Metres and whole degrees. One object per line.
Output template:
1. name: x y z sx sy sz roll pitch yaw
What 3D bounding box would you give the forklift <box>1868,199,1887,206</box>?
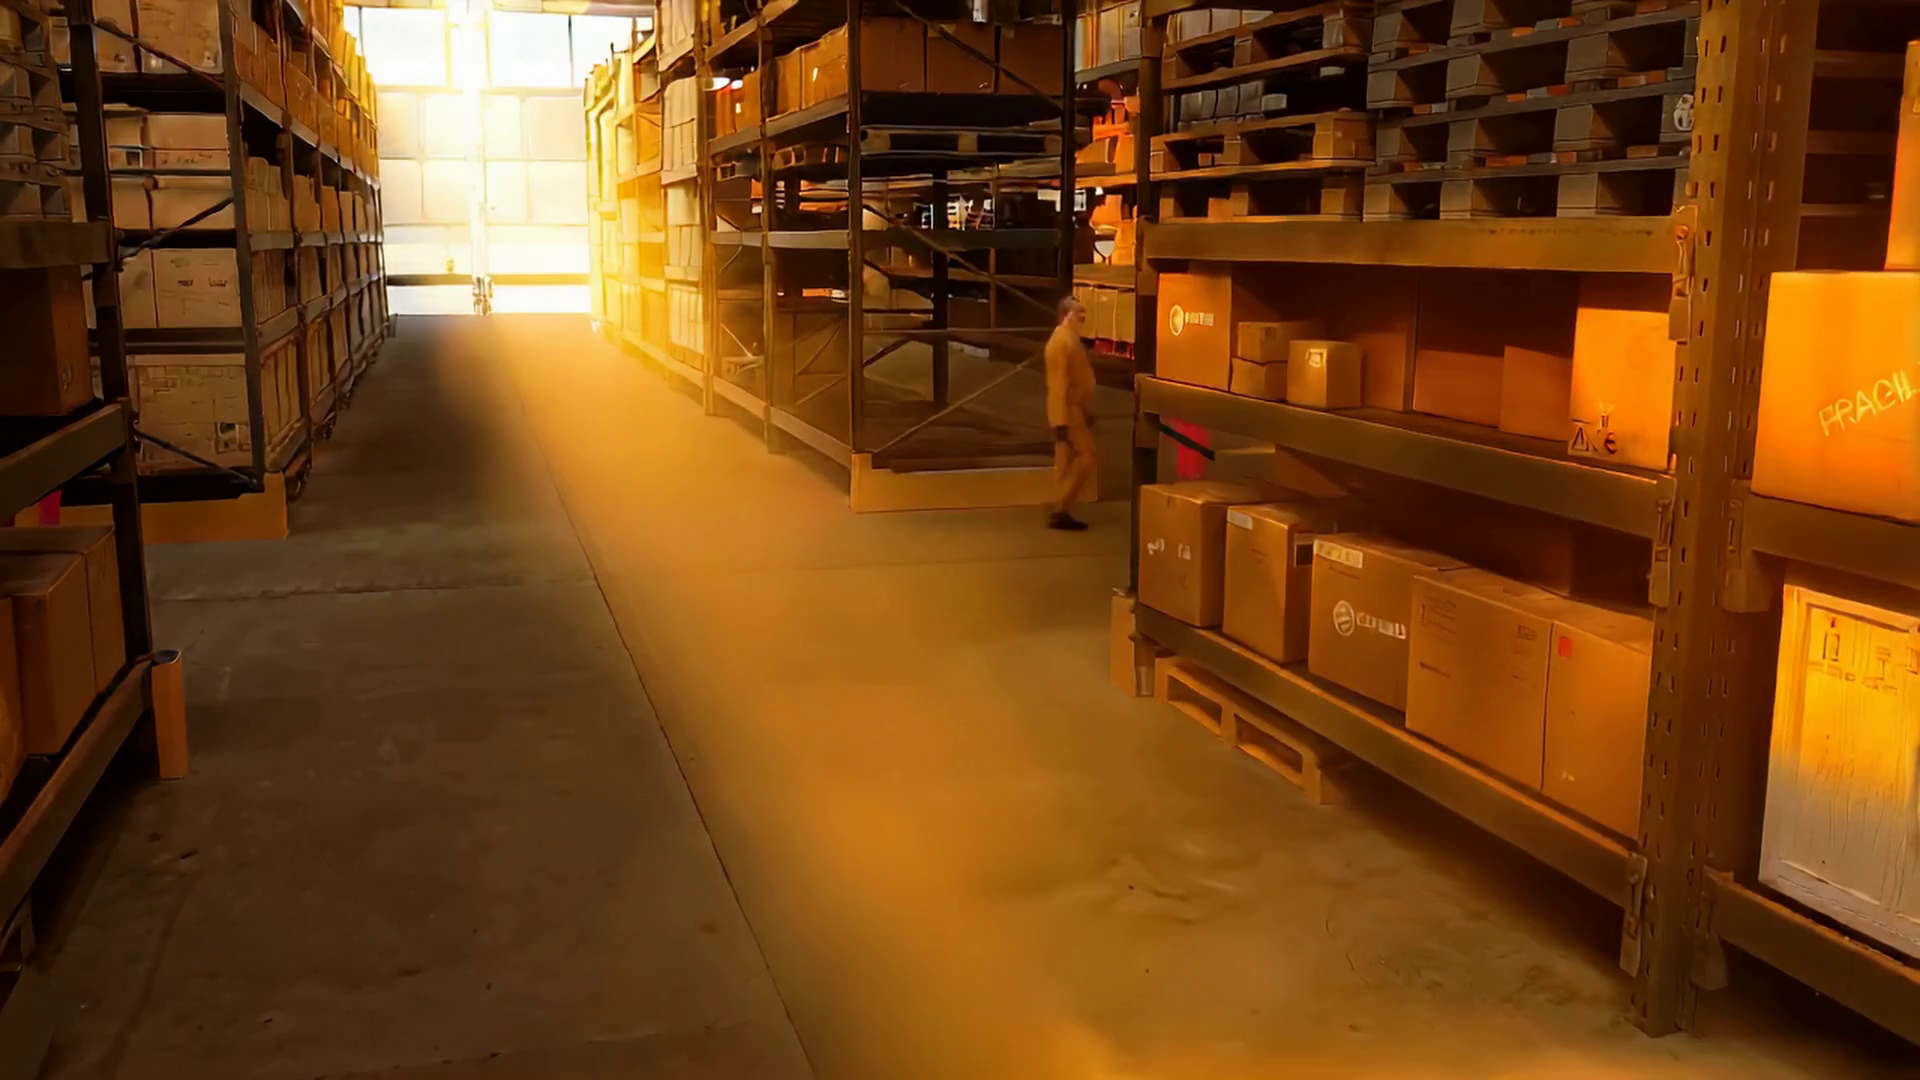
1. forklift: 11.338 -2.915 21.052 1.129 2.768 1.873 -3 11 -17

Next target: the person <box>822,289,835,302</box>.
1. person: -3.737 -7.049 46.408 0.777 1.905 0.548 -2 11 -11

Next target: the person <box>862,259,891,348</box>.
1. person: -1.788 -5.062 35.553 0.650 1.882 0.747 -2 10 -10

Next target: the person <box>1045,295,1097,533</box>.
1. person: 0.900 -0.995 13.256 0.436 1.892 0.646 1 10 5

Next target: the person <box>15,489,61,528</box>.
1. person: -6.503 -0.692 11.710 0.373 1.840 0.570 1 10 6

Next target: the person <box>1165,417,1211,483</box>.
1. person: 2.065 -1.172 14.644 0.540 1.717 0.900 1 10 8
